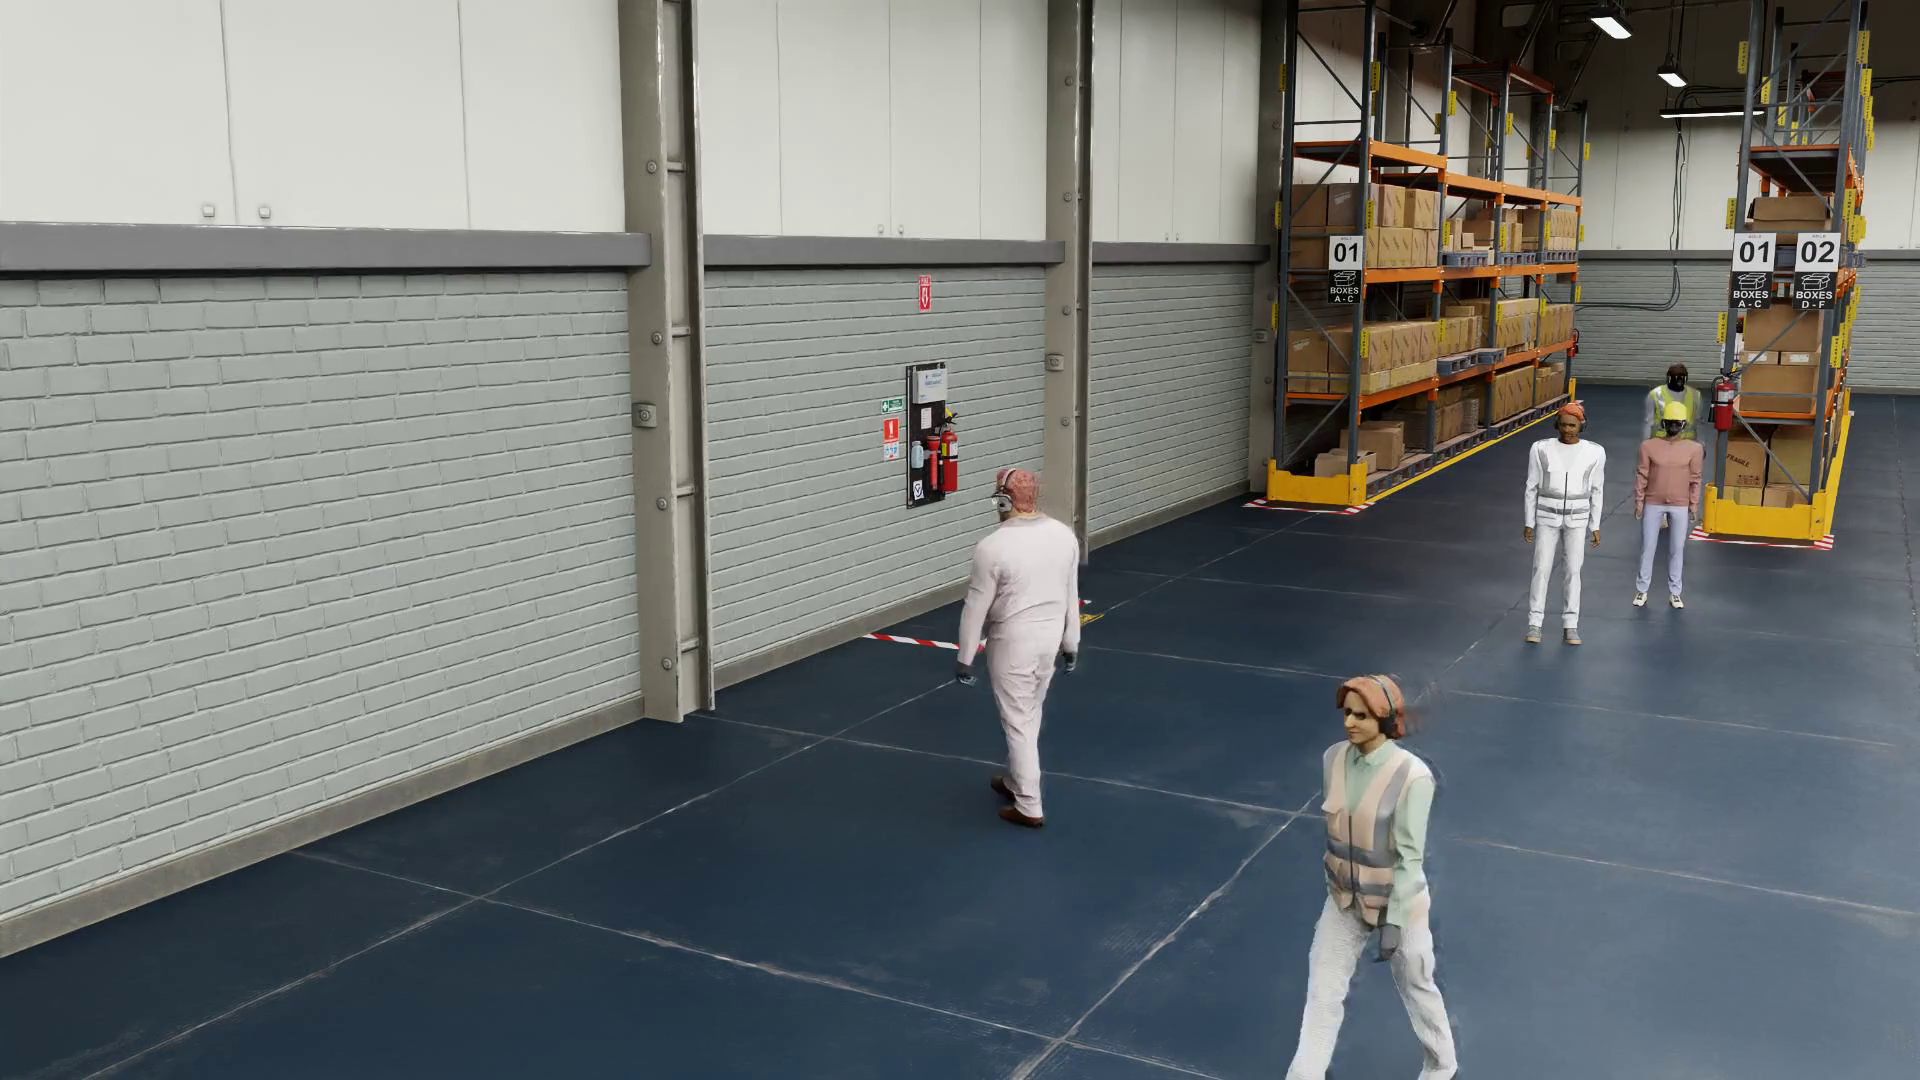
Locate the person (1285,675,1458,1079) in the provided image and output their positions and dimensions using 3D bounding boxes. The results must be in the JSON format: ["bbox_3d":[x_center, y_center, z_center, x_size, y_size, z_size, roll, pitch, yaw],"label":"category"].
[{"bbox_3d":[1.432,1.236,5.716,0.878,1.596,0.508,-7,12,-36],"label":"person"}]

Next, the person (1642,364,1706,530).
[{"bbox_3d":[7.871,-1.012,18.246,0.630,1.814,0.816,0,10,1],"label":"person"}]

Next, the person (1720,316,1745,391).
[{"bbox_3d":[14.558,-3.257,31.174,0.575,1.883,0.355,5,11,28],"label":"person"}]

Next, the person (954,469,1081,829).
[{"bbox_3d":[0.232,0.551,8.844,0.678,1.884,0.738,-8,12,-38],"label":"person"}]

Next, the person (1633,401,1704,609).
[{"bbox_3d":[6.029,-0.299,14.186,0.525,1.772,0.305,3,10,19],"label":"person"}]

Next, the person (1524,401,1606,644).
[{"bbox_3d":[4.658,-0.131,12.859,0.573,1.887,0.355,3,10,16],"label":"person"}]
